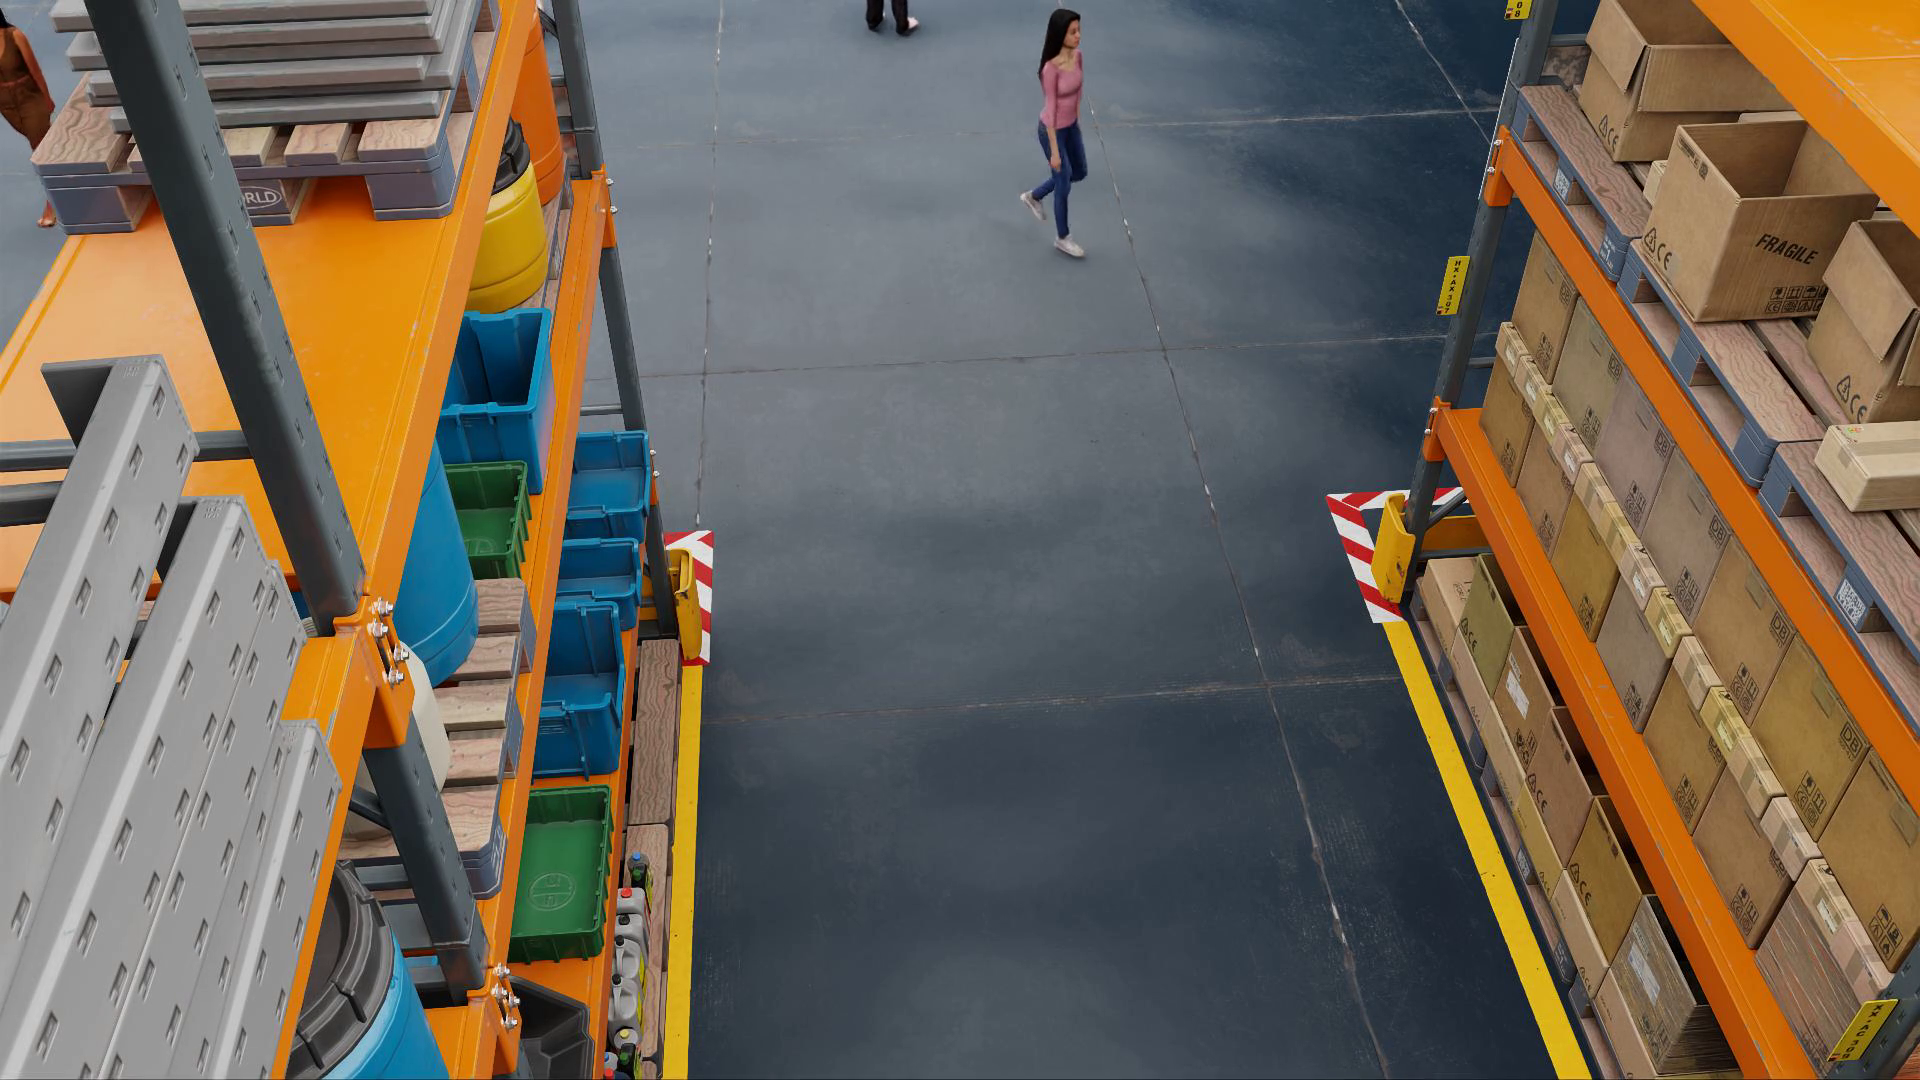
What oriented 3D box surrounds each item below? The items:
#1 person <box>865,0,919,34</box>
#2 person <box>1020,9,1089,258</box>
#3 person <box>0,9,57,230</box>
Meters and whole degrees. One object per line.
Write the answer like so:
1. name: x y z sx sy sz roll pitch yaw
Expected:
1. person: -0.601 -5.141 13.797 0.722 1.868 0.669 11 43 12
2. person: 0.636 -2.788 11.307 0.937 1.731 0.886 28 49 27
3. person: -6.574 -3.090 11.707 0.579 1.641 1.063 -2 42 -2
